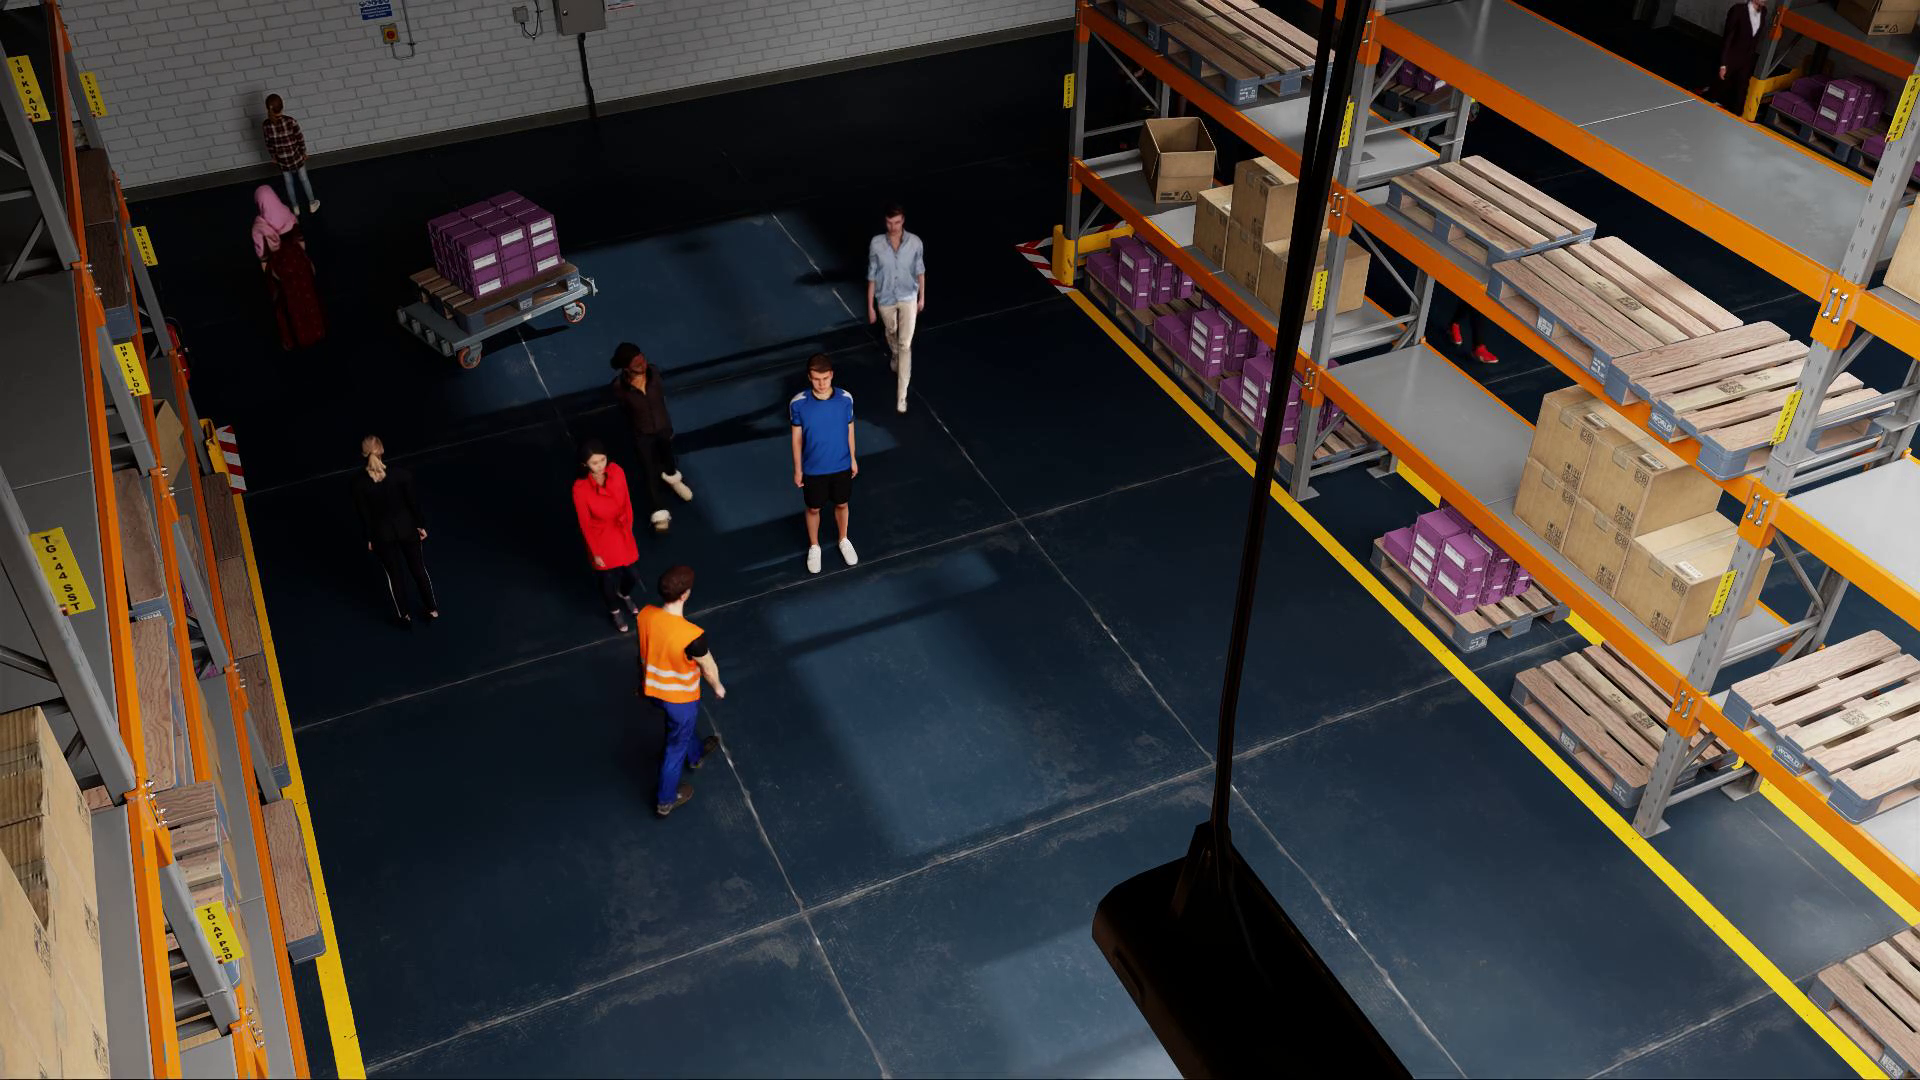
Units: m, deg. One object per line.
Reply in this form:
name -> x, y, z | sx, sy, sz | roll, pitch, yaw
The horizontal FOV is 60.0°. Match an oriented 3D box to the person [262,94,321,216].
person -> -6.965, -4.002, 17.249 | 0.565, 1.305, 0.567 | -9, 39, -11

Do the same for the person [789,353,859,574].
person -> -1.013, -0.601, 12.540 | 0.686, 1.866, 0.611 | -11, 40, -13

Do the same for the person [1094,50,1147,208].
person -> 1.810, -4.188, 17.118 | 0.899, 1.757, 1.017 | -2, 39, -3

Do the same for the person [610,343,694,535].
person -> -2.339, -0.773, 12.953 | 1.081, 1.619, 0.751 | -16, 41, -19

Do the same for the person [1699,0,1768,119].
person -> 8.548, -5.333, 18.480 | 0.845, 1.848, 1.220 | -8, 39, -10

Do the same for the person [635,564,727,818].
person -> -1.872, 1.022, 10.518 | 1.026, 1.853, 1.004 | 23, 44, 26

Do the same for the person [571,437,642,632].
person -> -2.585, -0.057, 11.962 | 0.683, 1.737, 0.696 | -31, 48, -33

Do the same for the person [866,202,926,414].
person -> -0.551, -2.137, 14.515 | 1.037, 1.801, 1.324 | 1, 39, 2

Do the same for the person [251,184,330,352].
person -> -6.101, -2.476, 15.071 | 0.737, 1.637, 0.719 | -31, 48, -33

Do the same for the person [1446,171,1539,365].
person -> 4.707, -2.528, 15.042 | 0.729, 1.756, 0.964 | -9, 39, -11

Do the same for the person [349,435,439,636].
person -> -4.060, -0.032, 11.955 | 0.599, 1.707, 0.518 | -16, 41, -19
